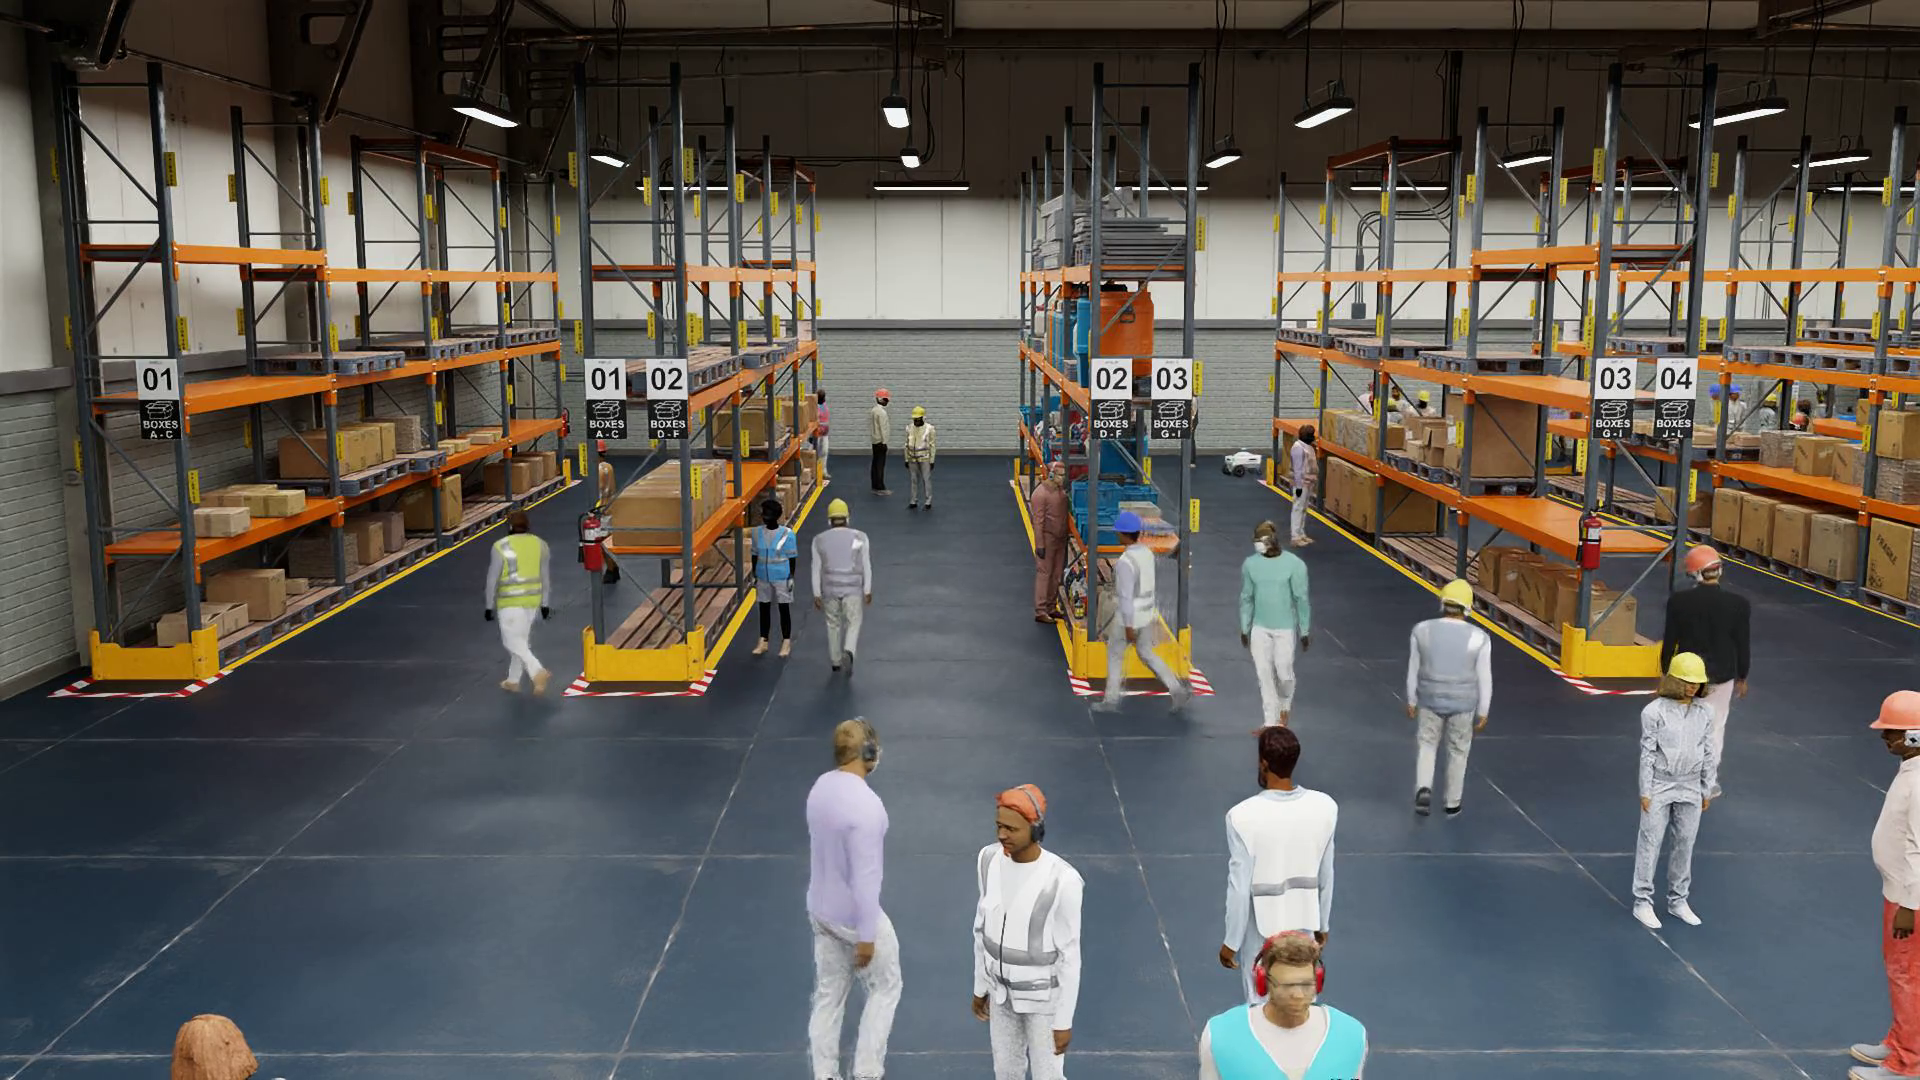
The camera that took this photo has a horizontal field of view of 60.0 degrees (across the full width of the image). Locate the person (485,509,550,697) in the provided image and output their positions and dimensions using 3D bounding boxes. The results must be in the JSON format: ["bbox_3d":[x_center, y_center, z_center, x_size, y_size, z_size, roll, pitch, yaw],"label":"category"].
[{"bbox_3d":[-4.192,0.612,15.964,0.792,1.811,0.643,7,11,39],"label":"person"}]

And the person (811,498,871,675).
[{"bbox_3d":[-1.199,0.495,16.687,0.607,1.811,0.564,0,9,2],"label":"person"}]

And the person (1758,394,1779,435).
[{"bbox_3d":[16.304,-2.090,33.581,0.324,1.732,0.494,0,9,-1],"label":"person"}]

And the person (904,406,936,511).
[{"bbox_3d":[-0.706,-1.417,28.973,0.596,1.825,0.404,4,10,25],"label":"person"}]

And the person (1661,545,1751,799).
[{"bbox_3d":[5.747,1.017,12.807,0.631,1.971,0.429,6,11,34],"label":"person"}]

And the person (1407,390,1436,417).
[{"bbox_3d":[9.056,-2.038,32.773,0.594,1.891,0.682,0,9,-1],"label":"person"}]

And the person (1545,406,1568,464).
[{"bbox_3d":[13.069,-2.610,36.450,0.546,1.882,0.993,8,12,41],"label":"person"}]

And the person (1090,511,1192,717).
[{"bbox_3d":[1.654,0.685,15.151,0.876,1.916,0.615,6,11,35],"label":"person"}]

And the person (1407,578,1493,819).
[{"bbox_3d":[3.591,1.186,12.213,0.615,1.819,0.515,4,10,25],"label":"person"}]

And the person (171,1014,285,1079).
[{"bbox_3d":[-2.375,2.339,5.449,0.294,1.626,0.499,7,11,36],"label":"person"}]

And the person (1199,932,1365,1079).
[{"bbox_3d":[1.078,2.209,5.632,0.592,1.860,0.416,-1,9,-6],"label":"person"}]

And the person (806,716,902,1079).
[{"bbox_3d":[-0.549,1.806,7.997,0.513,1.899,0.644,-7,11,-38],"label":"person"}]

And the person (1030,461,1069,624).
[{"bbox_3d":[1.085,0.022,19.483,0.401,1.896,0.650,6,11,33],"label":"person"}]

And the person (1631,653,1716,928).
[{"bbox_3d":[4.415,1.537,10.249,0.482,1.734,0.332,-1,9,-6],"label":"person"}]

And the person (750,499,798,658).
[{"bbox_3d":[-1.978,0.402,17.651,0.535,1.699,0.321,3,9,19],"label":"person"}]

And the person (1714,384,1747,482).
[{"bbox_3d":[15.337,-2.127,33.111,0.614,1.949,0.382,0,9,1],"label":"person"}]

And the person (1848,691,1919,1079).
[{"bbox_3d":[4.685,1.726,8.257,0.411,1.980,0.625,4,10,24],"label":"person"}]

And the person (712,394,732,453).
[{"bbox_3d":[-5.045,-2.514,35.456,0.608,1.996,0.379,5,10,29],"label":"person"}]

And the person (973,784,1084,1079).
[{"bbox_3d":[0.278,1.953,7.114,0.578,1.877,0.347,9,12,44],"label":"person"}]

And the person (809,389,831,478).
[{"bbox_3d":[-2.837,-2.123,33.485,0.429,1.837,0.635,6,11,36],"label":"person"}]

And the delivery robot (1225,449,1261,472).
[{"bbox_3d":[5.809,-1.632,34.101,0.707,0.478,0.477,-4,10,-23],"label":"delivery robot"}]

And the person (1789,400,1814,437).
[{"bbox_3d":[15.436,-1.658,30.588,0.446,1.809,0.700,3,9,18],"label":"person"}]

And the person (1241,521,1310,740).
[{"bbox_3d":[2.780,0.780,14.600,0.697,1.898,0.666,6,11,36],"label":"person"}]

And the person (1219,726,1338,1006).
[{"bbox_3d":[1.498,1.822,7.820,0.590,1.918,0.391,-4,10,-24],"label":"person"}]

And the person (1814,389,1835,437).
[{"bbox_3d":[17.367,-2.113,33.416,0.511,1.840,0.795,-3,9,-21],"label":"person"}]

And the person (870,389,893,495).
[{"bbox_3d":[-1.478,-1.835,31.119,0.401,1.987,0.612,-3,9,-21],"label":"person"}]

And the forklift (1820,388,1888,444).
[{"bbox_3d":[20.072,-3.110,36.462,1.873,2.768,1.129,0,9,0],"label":"forklift"}]

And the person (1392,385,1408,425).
[{"bbox_3d":[9.014,-2.270,34.352,0.333,1.860,0.508,-6,11,-36],"label":"person"}]

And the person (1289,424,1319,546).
[{"bbox_3d":[5.199,-0.832,25.143,0.429,1.839,0.634,4,10,25],"label":"person"}]

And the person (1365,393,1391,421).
[{"bbox_3d":[7.726,-1.787,31.003,0.545,1.928,0.391,0,9,3],"label":"person"}]
